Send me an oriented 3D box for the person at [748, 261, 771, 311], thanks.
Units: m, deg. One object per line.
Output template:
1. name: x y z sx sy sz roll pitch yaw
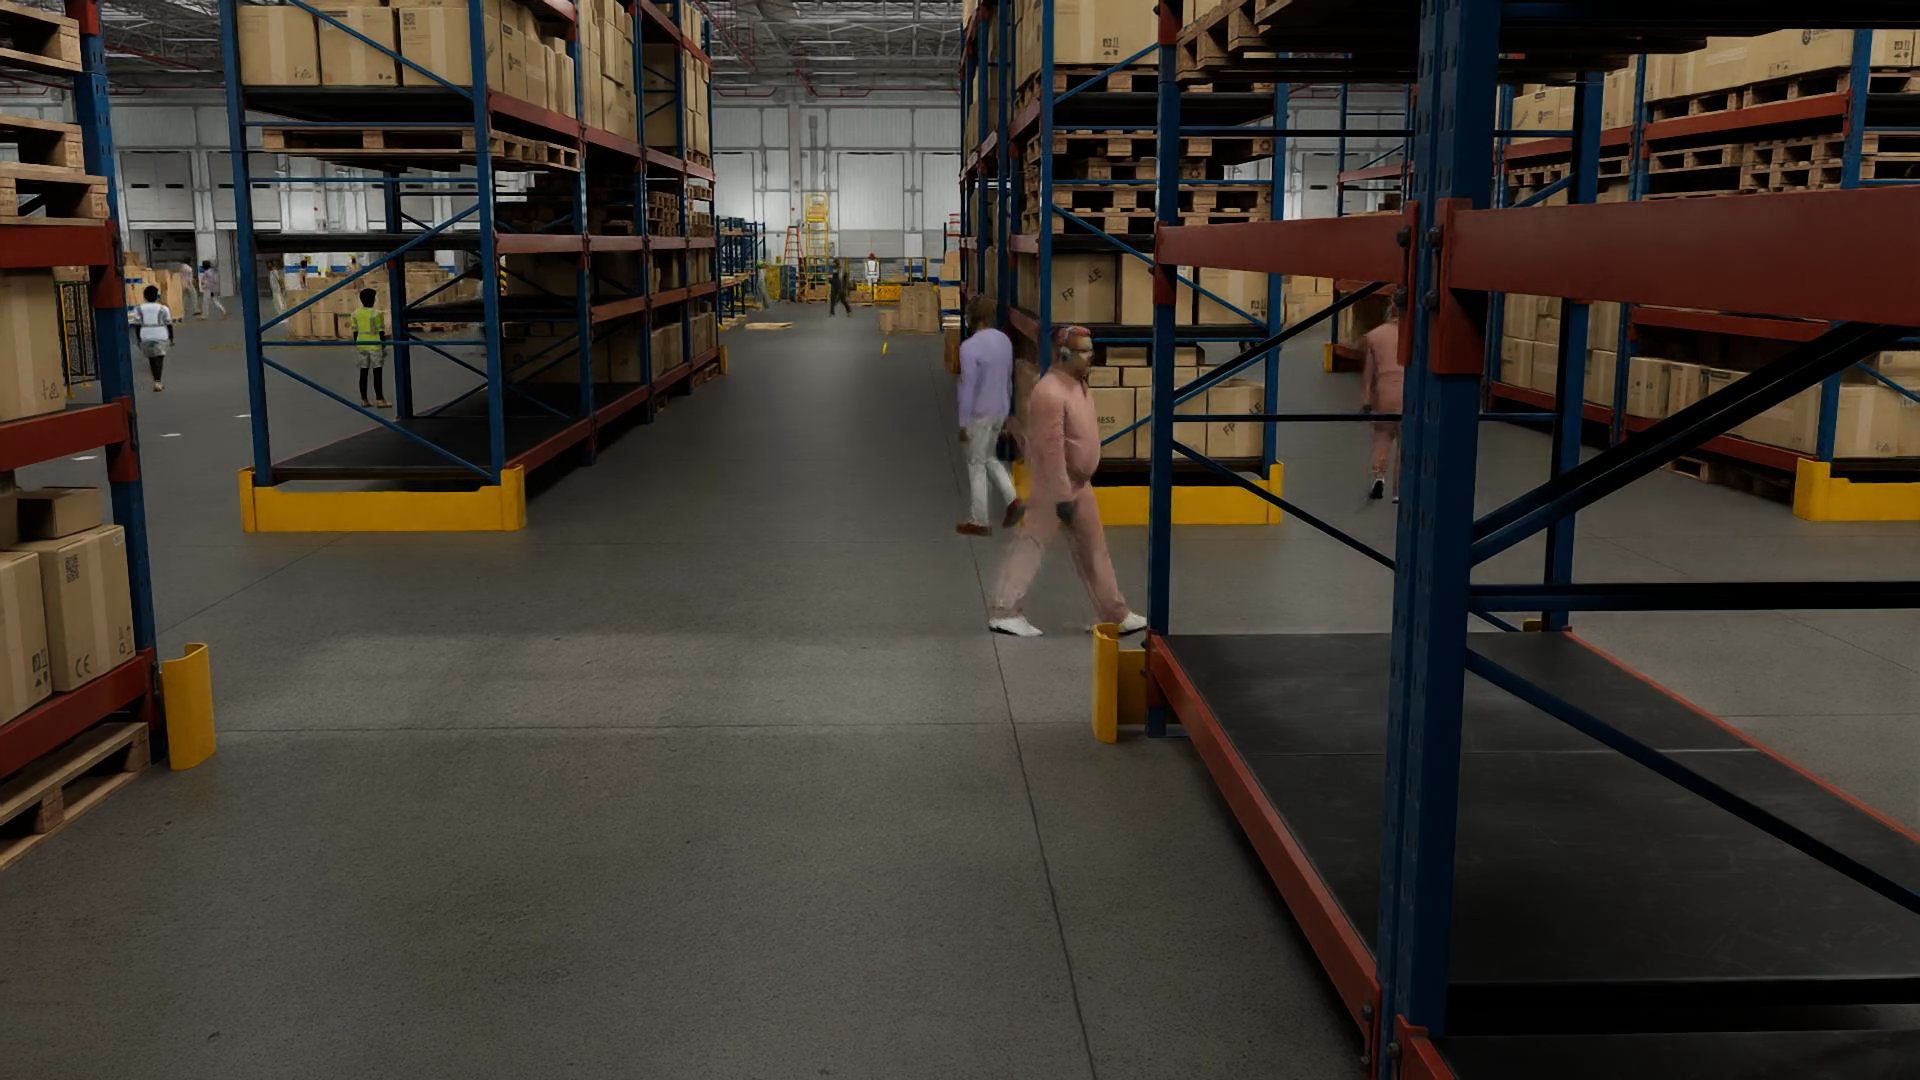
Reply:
1. person: -6.771 -8.548 56.034 0.865 1.700 0.506 -3 11 -15

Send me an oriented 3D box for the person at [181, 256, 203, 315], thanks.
1. person: -24.596 -8.072 52.802 0.858 1.917 0.631 -7 12 -32

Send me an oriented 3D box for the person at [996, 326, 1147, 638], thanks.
1. person: 0.655 -0.317 9.754 1.003 1.849 0.676 5 11 25

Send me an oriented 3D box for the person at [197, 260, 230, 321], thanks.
1. person: -22.297 -7.437 49.537 0.849 1.819 0.628 -3 11 -19

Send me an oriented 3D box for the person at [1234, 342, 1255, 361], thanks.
1. person: 5.573 -4.334 32.605 0.545 1.681 0.543 0 10 -3

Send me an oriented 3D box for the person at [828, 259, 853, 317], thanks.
1. person: -3.761 -7.875 51.969 0.852 1.824 0.523 -10 14 -44

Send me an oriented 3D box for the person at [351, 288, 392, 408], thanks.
1. person: -8.315 -2.698 23.459 0.532 1.693 0.319 3 11 18

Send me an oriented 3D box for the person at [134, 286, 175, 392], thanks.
1. person: -12.671 -3.164 26.141 0.535 1.659 0.858 -2 10 -10

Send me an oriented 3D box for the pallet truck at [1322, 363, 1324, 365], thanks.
1. pallet truck: 7.712 -4.157 30.737 1.885 1.965 0.823 3 11 16

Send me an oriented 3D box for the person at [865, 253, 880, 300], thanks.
1. person: -3.414 -10.222 64.845 0.576 1.883 0.355 0 10 2

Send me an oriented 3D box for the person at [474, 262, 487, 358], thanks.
1. person: -9.507 -4.603 33.396 0.453 1.941 0.644 -7 13 -36

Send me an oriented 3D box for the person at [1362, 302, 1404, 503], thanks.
1. person: 3.957 -1.267 14.942 0.645 1.887 0.420 5 11 27

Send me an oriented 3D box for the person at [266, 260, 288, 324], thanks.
1. person: -19.513 -7.090 47.556 0.454 1.828 0.639 -8 13 -39

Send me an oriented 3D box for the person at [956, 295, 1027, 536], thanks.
1. person: 0.220 -0.971 13.184 0.505 1.927 0.648 7 12 35

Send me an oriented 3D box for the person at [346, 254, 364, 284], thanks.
1. person: -23.000 -9.931 63.207 0.598 1.898 0.871 -7 13 -36

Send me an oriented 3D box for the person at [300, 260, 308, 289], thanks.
1. person: -23.943 -9.401 60.809 0.368 1.681 0.549 -3 10 -14

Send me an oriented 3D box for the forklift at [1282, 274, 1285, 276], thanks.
1. forklift: 12.240 -10.302 62.509 1.129 2.768 1.873 0 10 -2
